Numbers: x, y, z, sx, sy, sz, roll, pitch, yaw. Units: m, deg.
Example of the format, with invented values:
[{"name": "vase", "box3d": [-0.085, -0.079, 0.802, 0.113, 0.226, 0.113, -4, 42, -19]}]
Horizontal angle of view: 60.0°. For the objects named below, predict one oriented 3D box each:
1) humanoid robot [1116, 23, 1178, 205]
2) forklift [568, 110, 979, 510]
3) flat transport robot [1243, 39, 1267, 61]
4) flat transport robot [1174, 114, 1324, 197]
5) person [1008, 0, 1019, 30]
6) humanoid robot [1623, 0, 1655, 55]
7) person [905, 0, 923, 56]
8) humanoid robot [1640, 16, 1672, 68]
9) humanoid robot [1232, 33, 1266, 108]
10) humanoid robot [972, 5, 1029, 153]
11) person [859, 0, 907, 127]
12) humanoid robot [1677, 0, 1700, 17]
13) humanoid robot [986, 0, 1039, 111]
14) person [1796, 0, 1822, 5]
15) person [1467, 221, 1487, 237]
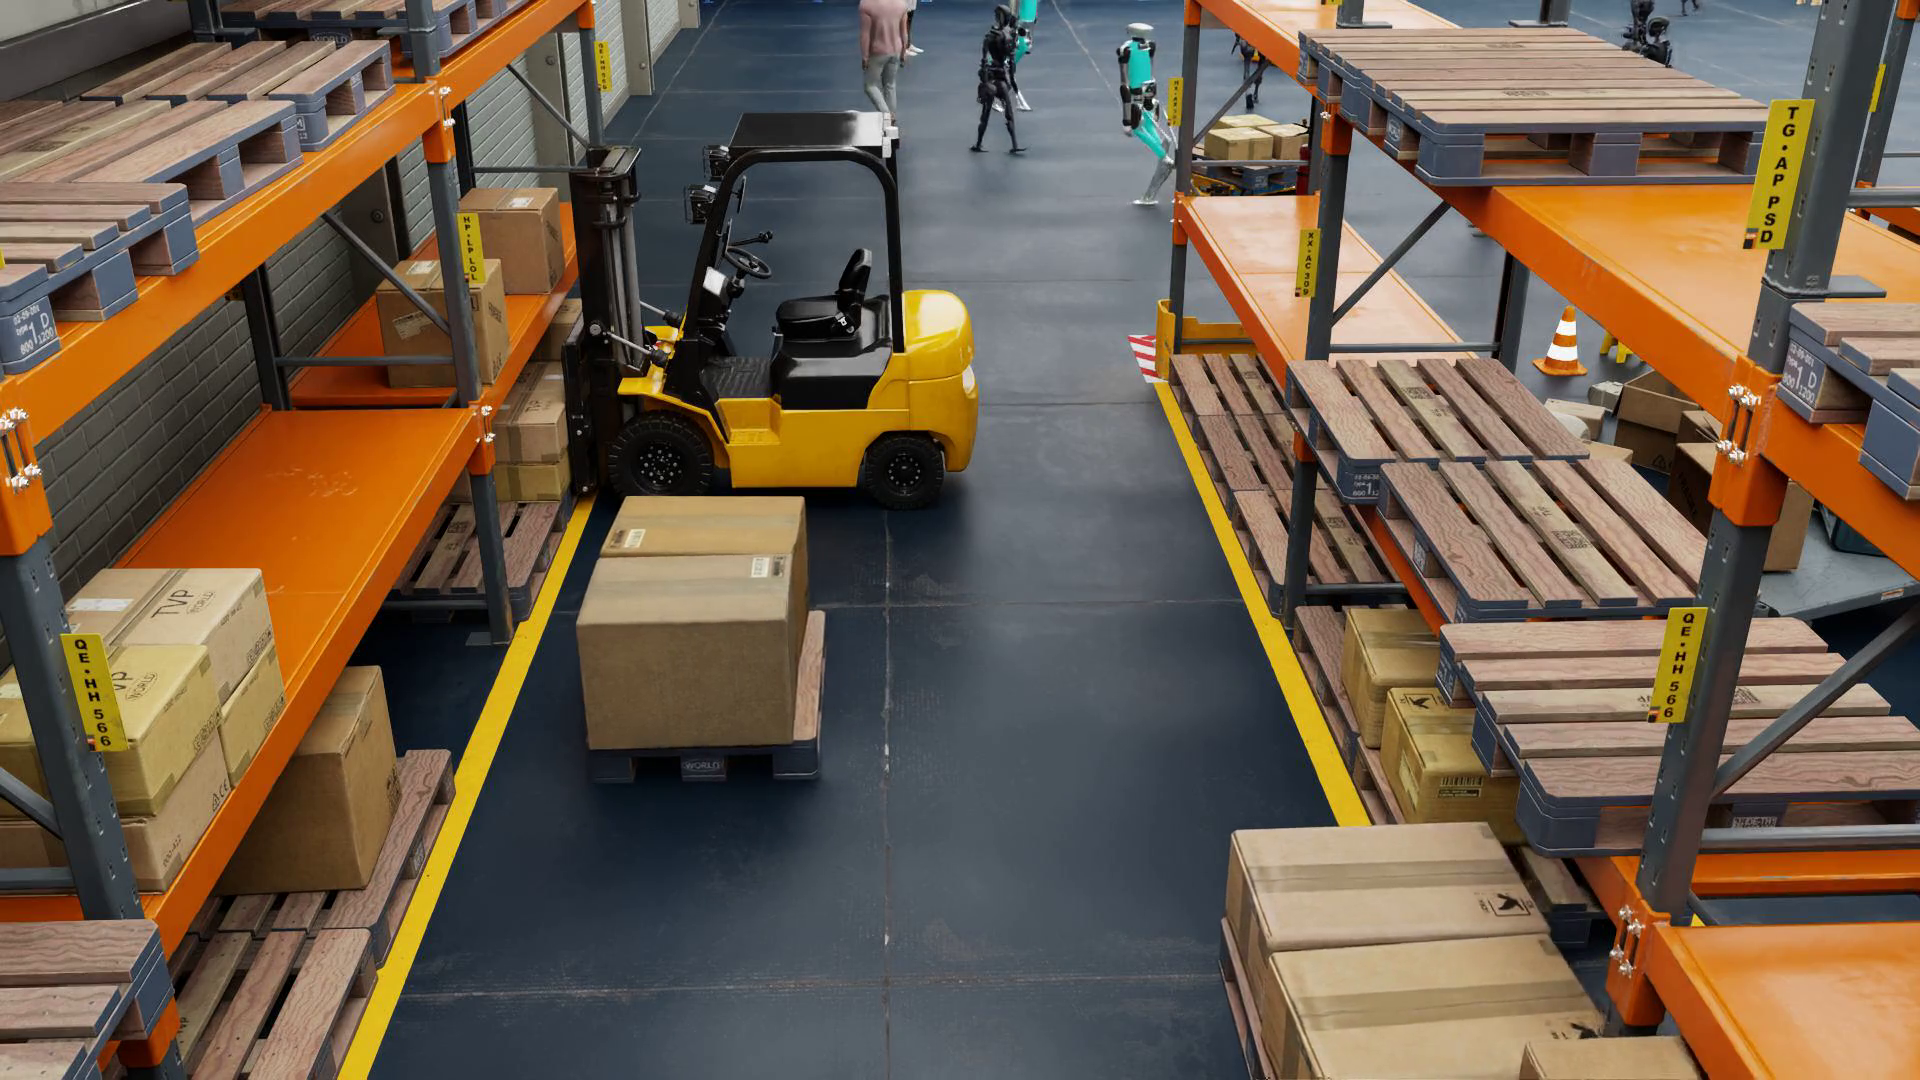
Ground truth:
[{"name": "humanoid robot", "box3d": [1.904, -4.104, 16.310, 0.751, 1.807, 0.531, 20, 32, 36]}, {"name": "forklift", "box3d": [-1.043, -1.379, 9.976, 2.313, 2.155, 1.214, -1, 25, -2]}, {"name": "flat transport robot", "box3d": [4.944, -7.278, 24.716, 0.659, 0.231, 1.431, 22, 33, 39]}, {"name": "flat transport robot", "box3d": [2.969, -3.683, 17.102, 1.431, 0.231, 0.659, -16, 30, -31]}, {"name": "person", "box3d": [0.846, -9.061, 26.772, 0.594, 1.724, 0.738, 6, 26, 13]}, {"name": "humanoid robot", "box3d": [8.582, -6.422, 21.268, 0.610, 1.633, 0.600, 15, 29, 29]}, {"name": "person", "box3d": [-0.772, -8.208, 24.778, 0.376, 1.901, 0.542, 7, 26, 14]}, {"name": "humanoid robot", "box3d": [7.271, -4.719, 17.661, 0.601, 1.634, 0.682, -19, 31, -34]}, {"name": "humanoid robot", "box3d": [3.782, -6.367, 21.166, 0.601, 1.623, 0.698, 3, 25, 6]}, {"name": "humanoid robot", "box3d": [0.443, -5.122, 18.531, 0.735, 1.622, 0.610, 22, 33, 38]}, {"name": "person", "box3d": [-0.868, -5.641, 19.318, 0.640, 1.917, 0.559, -15, 29, -28]}, {"name": "humanoid robot", "box3d": [12.530, -9.796, 28.396, 0.376, 1.642, 0.600, -15, 29, -29]}, {"name": "humanoid robot", "box3d": [0.576, -6.272, 20.856, 0.842, 1.761, 0.564, 16, 30, 30]}, {"name": "person", "box3d": [15.368, -10.560, 29.769, 0.528, 1.893, 0.399, 22, 33, 39]}, {"name": "person", "box3d": [4.893, -3.641, 15.323, 0.388, 1.701, 0.478, -20, 32, -36]}]
